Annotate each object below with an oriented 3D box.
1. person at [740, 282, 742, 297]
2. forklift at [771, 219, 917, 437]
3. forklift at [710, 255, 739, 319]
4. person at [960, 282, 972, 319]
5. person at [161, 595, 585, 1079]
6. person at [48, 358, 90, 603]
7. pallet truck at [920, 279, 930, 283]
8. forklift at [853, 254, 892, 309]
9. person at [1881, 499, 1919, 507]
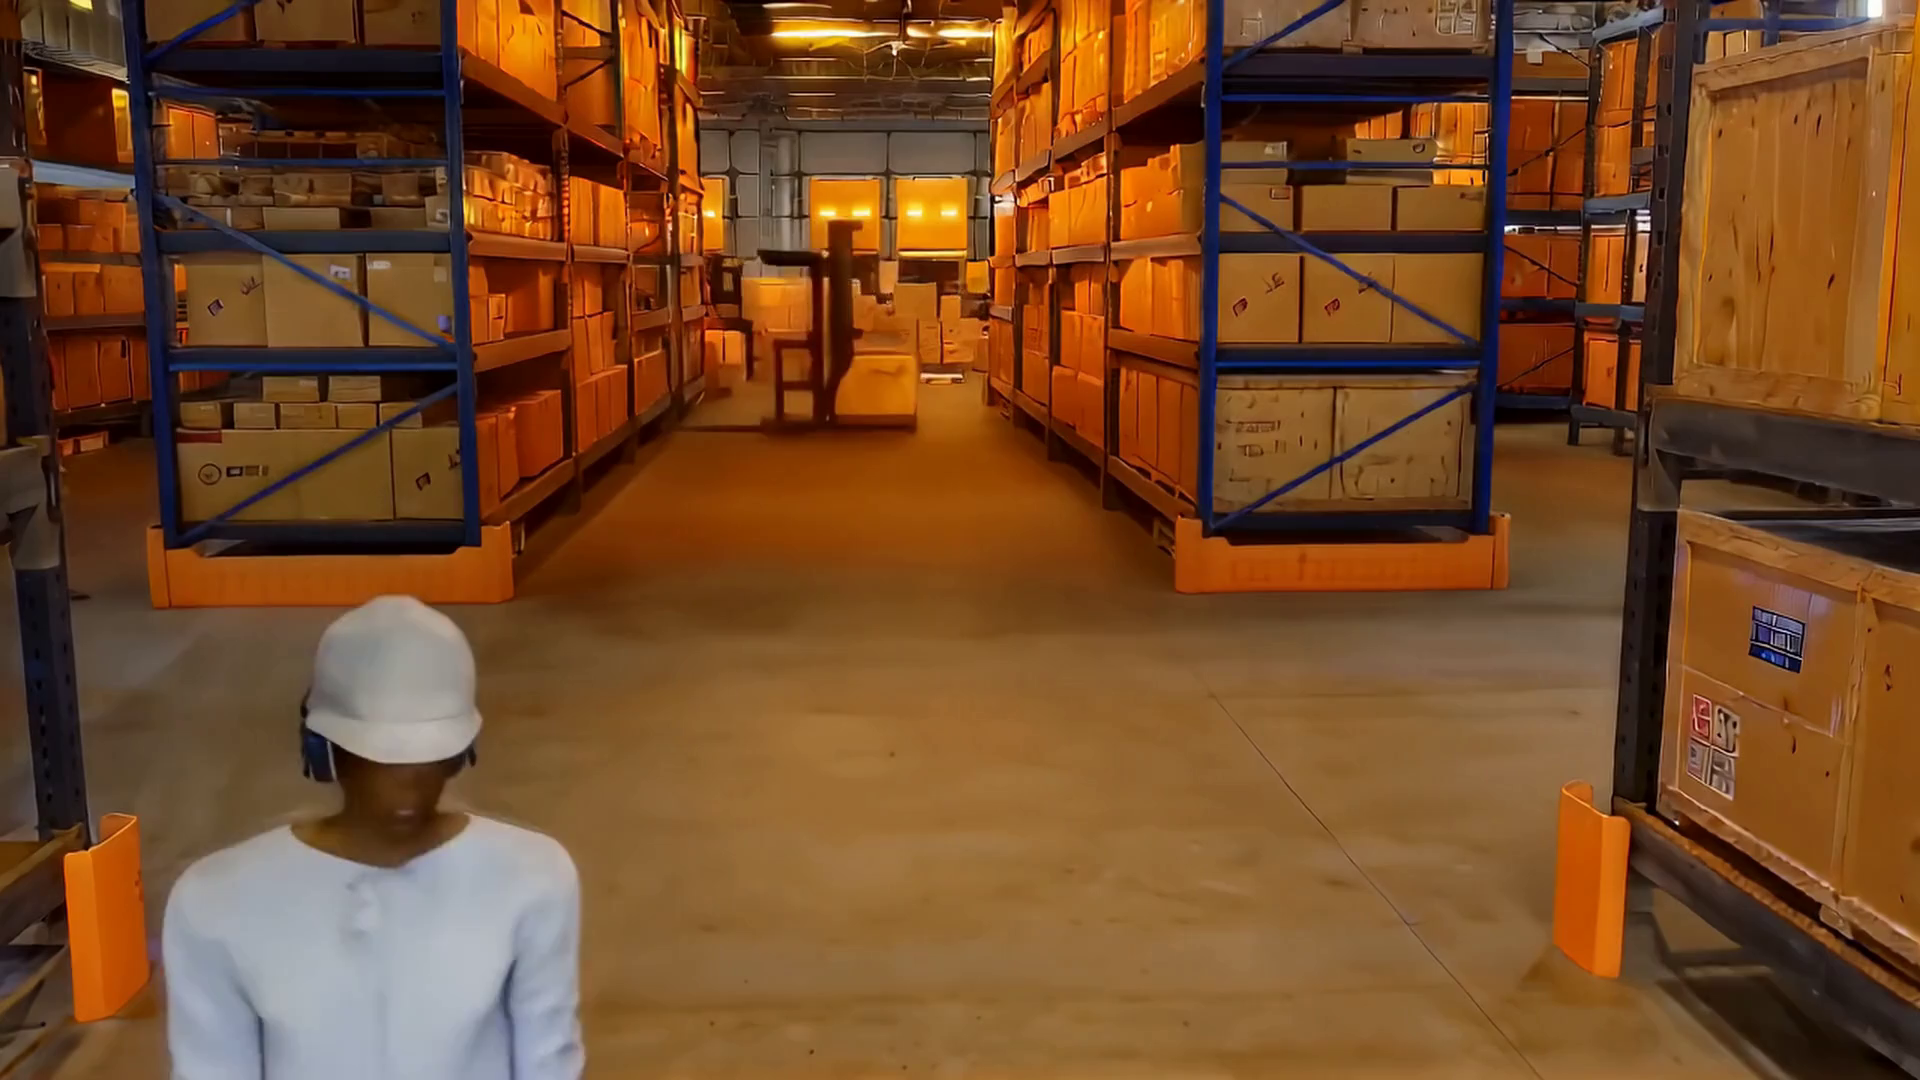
[{"bbox_3d":[-8.433,-9.354,66.284,0.973,1.875,0.558,-6,11,-31],"label":"person"},{"bbox_3d":[-1.527,-2.774,21.751,1.873,2.768,1.129,-1,9,-4],"label":"forklift"},{"bbox_3d":[-8.368,-8.713,59.038,1.129,2.768,1.873,-1,9,-4],"label":"forklift"},{"bbox_3d":[0.080,-7.409,53.915,0.978,1.889,0.651,3,9,16],"label":"person"},{"bbox_3d":[-0.768,0.899,2.257,0.516,1.734,0.767,-3,10,-20],"label":"person"},{"bbox_3d":[-5.922,-0.399,10.740,0.499,1.633,0.286,6,11,33],"label":"person"},{"bbox_3d":[-0.932,-8.922,63.114,1.885,1.965,0.823,2,9,13],"label":"pallet truck"},{"bbox_3d":[-3.158,-8.349,56.753,1.129,2.768,1.873,-5,10,-30],"label":"forklift"},{"bbox_3d":[5.366,-0.251,9.344,1.012,1.783,0.641,1,9,8],"label":"person"}]
